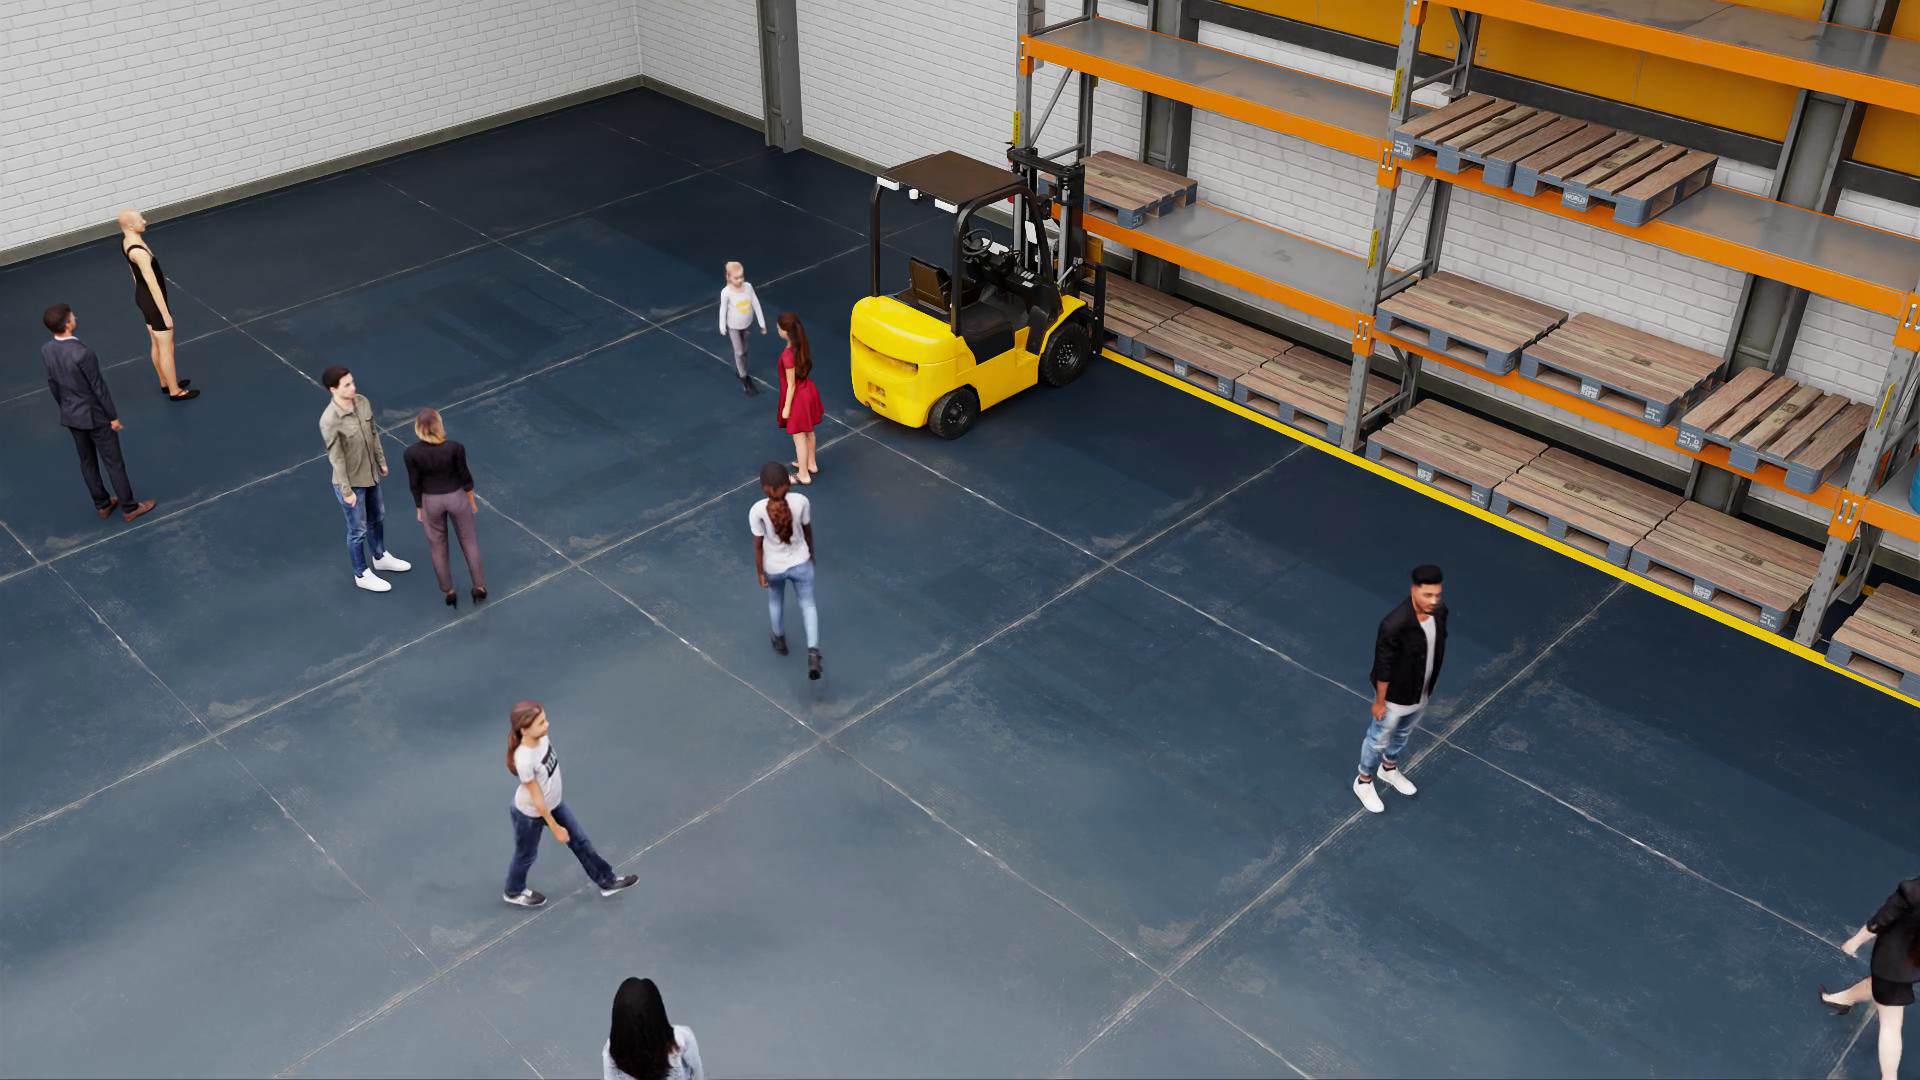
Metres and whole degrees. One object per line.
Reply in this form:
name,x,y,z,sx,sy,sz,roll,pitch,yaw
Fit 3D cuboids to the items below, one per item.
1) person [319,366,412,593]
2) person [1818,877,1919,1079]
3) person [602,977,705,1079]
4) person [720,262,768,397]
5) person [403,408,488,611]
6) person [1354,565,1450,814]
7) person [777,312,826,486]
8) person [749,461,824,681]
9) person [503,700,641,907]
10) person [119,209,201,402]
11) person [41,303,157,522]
person,-4.550,-0.481,12.519,0.753,1.862,0.773,9,35,14
person,4.927,2.254,8.588,0.909,1.659,1.098,-9,35,-13
person,-1.389,2.759,7.816,1.038,1.672,1.192,-4,34,-7
person,-2.065,-2.010,15.368,0.563,1.254,0.812,-25,41,-32
person,-3.808,-0.226,12.308,0.685,1.670,0.690,-10,35,-14
person,2.795,0.893,10.500,0.739,1.809,0.663,-20,39,-28
person,-1.347,-1.195,13.870,0.720,1.556,0.661,10,35,14
person,-1.179,0.221,11.606,0.926,1.703,1.093,-9,35,-13
person,-2.535,1.581,9.728,1.092,1.518,0.939,5,34,7
person,-7.310,-2.135,15.051,0.736,1.814,0.468,-24,40,-31
person,-6.978,-1.011,13.312,0.696,1.867,0.792,7,34,11
